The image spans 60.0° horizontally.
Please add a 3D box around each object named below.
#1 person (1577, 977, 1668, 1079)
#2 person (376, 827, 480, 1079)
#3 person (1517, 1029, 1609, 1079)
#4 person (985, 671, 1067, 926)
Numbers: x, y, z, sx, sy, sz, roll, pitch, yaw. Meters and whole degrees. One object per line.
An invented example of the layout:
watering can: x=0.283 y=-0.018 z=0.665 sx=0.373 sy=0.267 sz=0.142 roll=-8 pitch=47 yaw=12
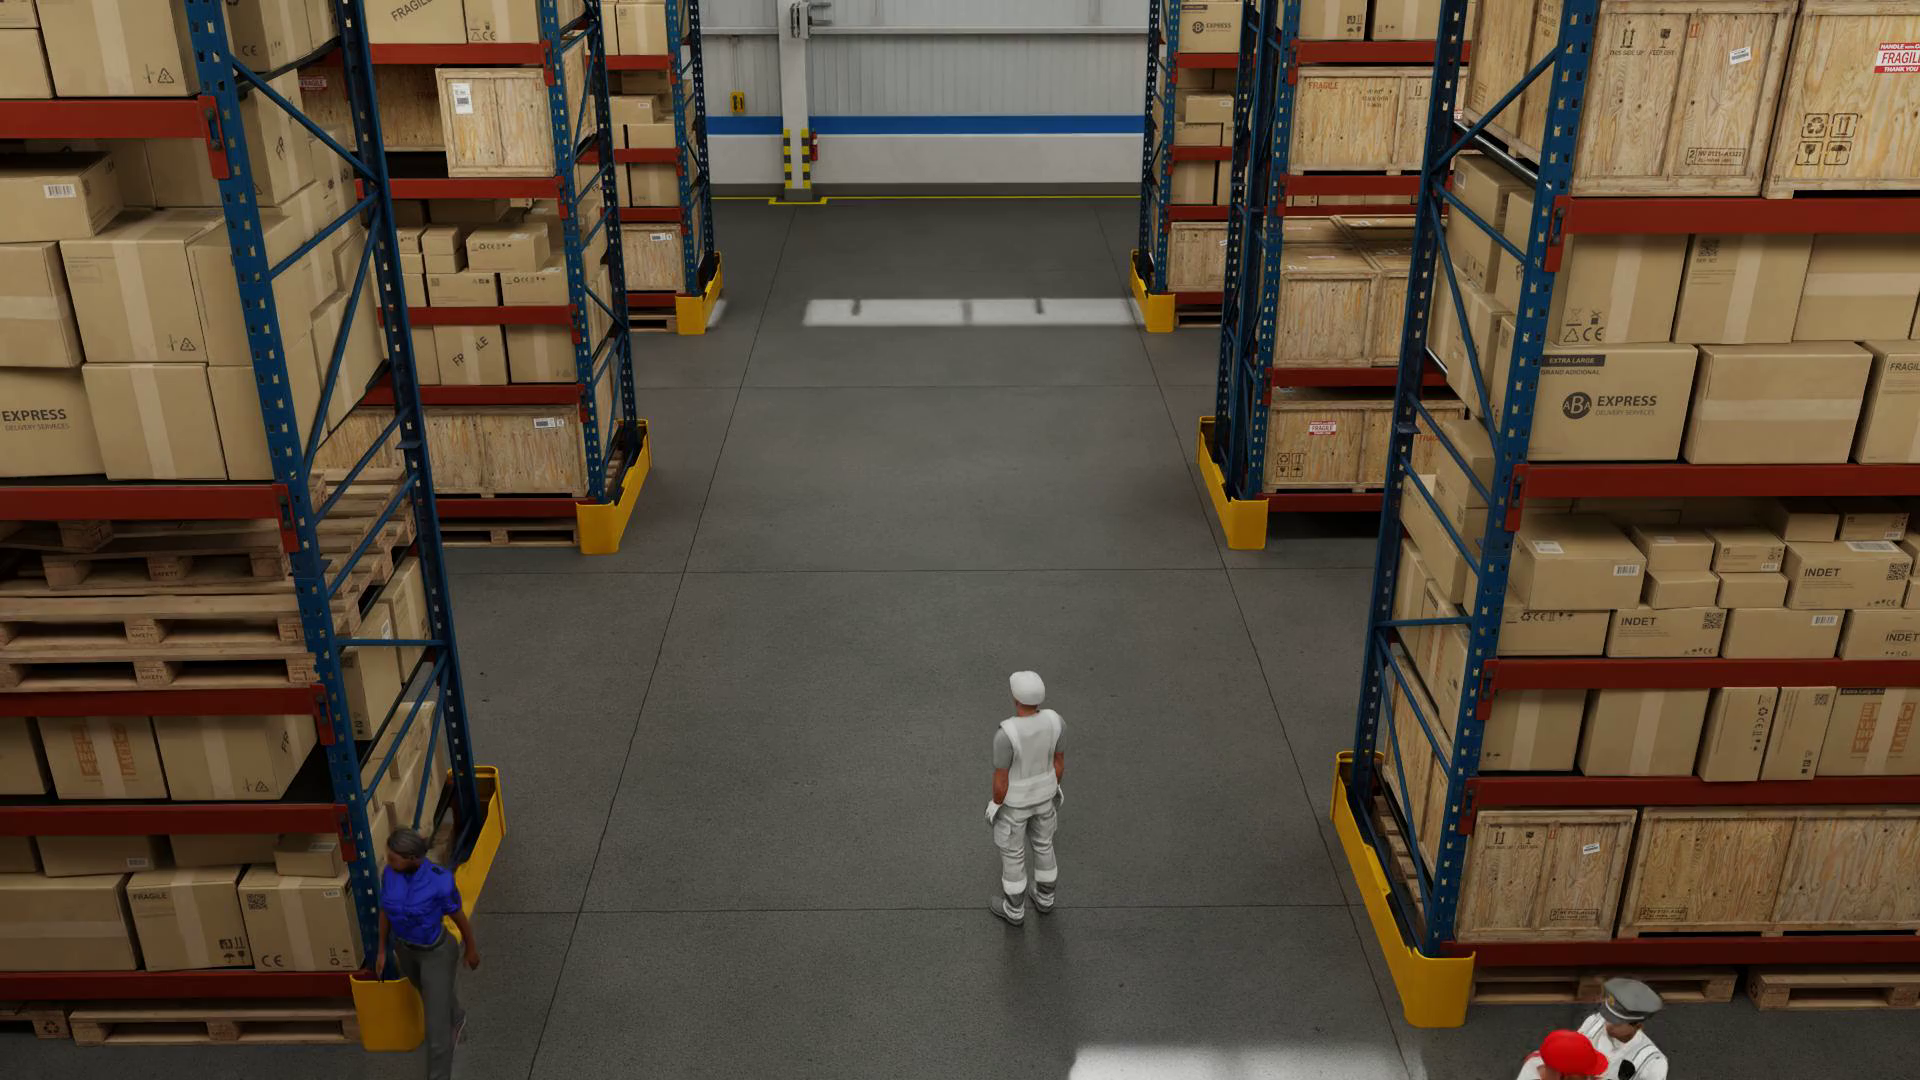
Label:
person: x=2.965 y=2.833 z=7.938 sx=0.884 sy=1.640 sz=0.524 roll=-14 pitch=28 yaw=-27
person: x=-2.971 y=2.300 z=9.091 sx=0.489 sy=1.644 sz=0.838 roll=9 pitch=27 yaw=19
person: x=2.587 y=2.928 z=7.552 sx=0.466 sy=1.774 sz=0.704 roll=13 pitch=28 yaw=26
person: x=0.394 y=1.600 z=10.425 sx=0.528 sy=1.795 sz=0.364 roll=-13 pitch=28 yaw=-26
